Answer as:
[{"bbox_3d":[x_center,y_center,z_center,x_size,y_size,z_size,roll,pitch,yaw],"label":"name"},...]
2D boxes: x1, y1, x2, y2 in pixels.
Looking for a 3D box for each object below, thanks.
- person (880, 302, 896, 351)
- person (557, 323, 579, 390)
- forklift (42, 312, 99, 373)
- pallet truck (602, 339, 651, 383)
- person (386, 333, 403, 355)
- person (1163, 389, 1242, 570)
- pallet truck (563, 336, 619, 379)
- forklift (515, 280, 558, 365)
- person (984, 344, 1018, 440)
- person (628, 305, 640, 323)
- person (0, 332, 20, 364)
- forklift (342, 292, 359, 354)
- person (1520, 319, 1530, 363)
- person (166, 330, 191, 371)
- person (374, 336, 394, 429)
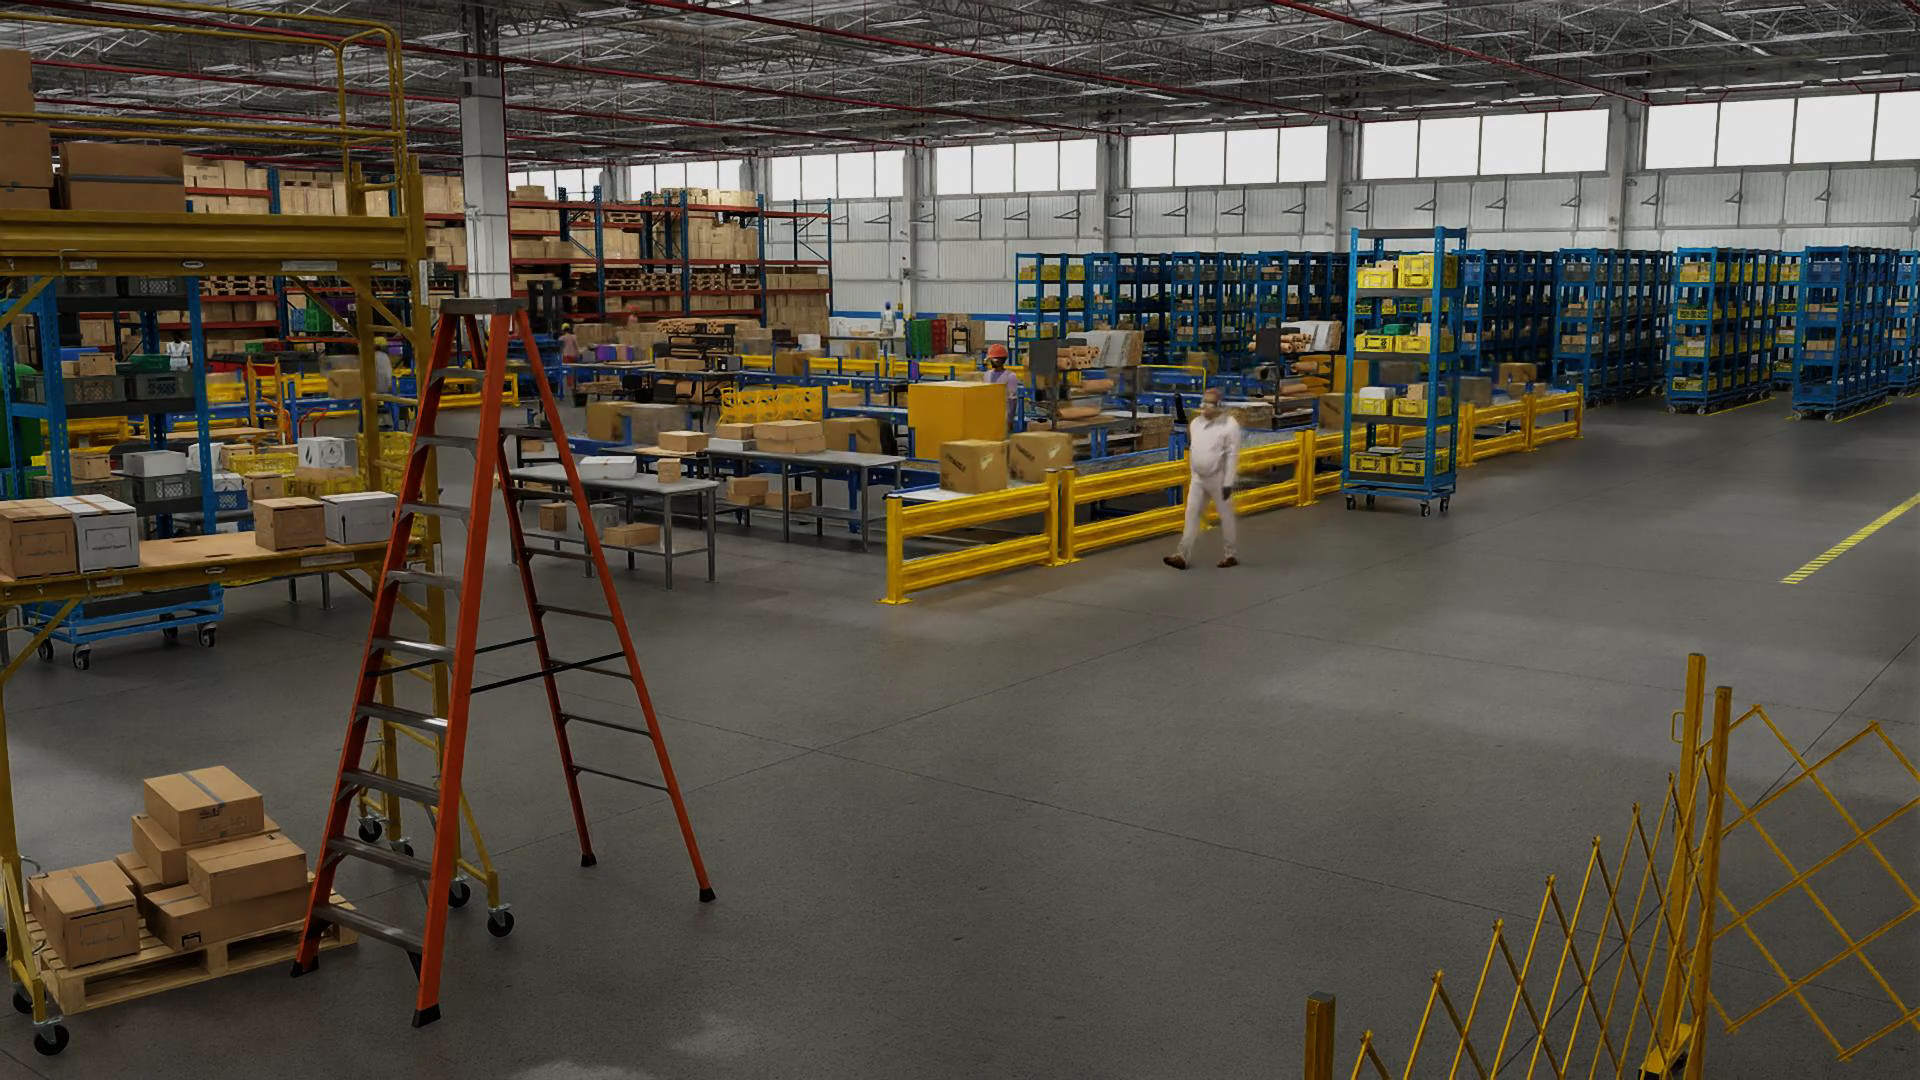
[{"bbox_3d":[-2.808,-8.241,64.435,0.620,1.920,0.661,-2,9,-15],"label":"person"},{"bbox_3d":[-10.297,-4.800,43.482,0.553,1.743,0.668,-6,11,-35],"label":"person"},{"bbox_3d":[-23.779,-5.451,44.052,1.873,2.768,1.129,7,11,36],"label":"forklift"},{"bbox_3d":[-8.991,-4.871,45.351,0.653,1.274,1.630,7,11,37],"label":"pallet truck"},{"bbox_3d":[-14.405,-4.708,42.349,0.359,1.938,0.545,6,11,34],"label":"person"},{"bbox_3d":[2.516,-0.604,16.984,0.673,1.857,0.990,9,13,44],"label":"person"},{"bbox_3d":[-10.690,-5.294,48.215,1.601,1.201,0.680,-5,10,-26],"label":"pallet truck"},{"bbox_3d":[-13.522,-6.975,53.564,1.129,2.768,1.873,7,11,37],"label":"forklift"},{"bbox_3d":[0.532,-1.738,23.483,0.607,2.044,0.378,8,12,42],"label":"person"},{"bbox_3d":[-10.835,-6.811,55.359,0.429,1.980,0.636,1,9,6],"label":"person"},{"bbox_3d":[-23.733,-4.424,41.523,0.286,1.631,0.502,9,12,43],"label":"person"},{"bbox_3d":[-16.485,-5.622,45.120,1.129,2.768,1.873,7,11,37],"label":"forklift"},{"bbox_3d":[15.611,-5.256,46.110,0.440,1.826,0.571,7,11,37],"label":"person"},{"bbox_3d":[-18.595,-4.147,39.593,0.542,1.695,0.316,-2,9,-13],"label":"person"},{"bbox_3d":[-11.238,-3.058,32.423,0.431,1.816,0.596,-9,13,-44],"label":"person"}]
